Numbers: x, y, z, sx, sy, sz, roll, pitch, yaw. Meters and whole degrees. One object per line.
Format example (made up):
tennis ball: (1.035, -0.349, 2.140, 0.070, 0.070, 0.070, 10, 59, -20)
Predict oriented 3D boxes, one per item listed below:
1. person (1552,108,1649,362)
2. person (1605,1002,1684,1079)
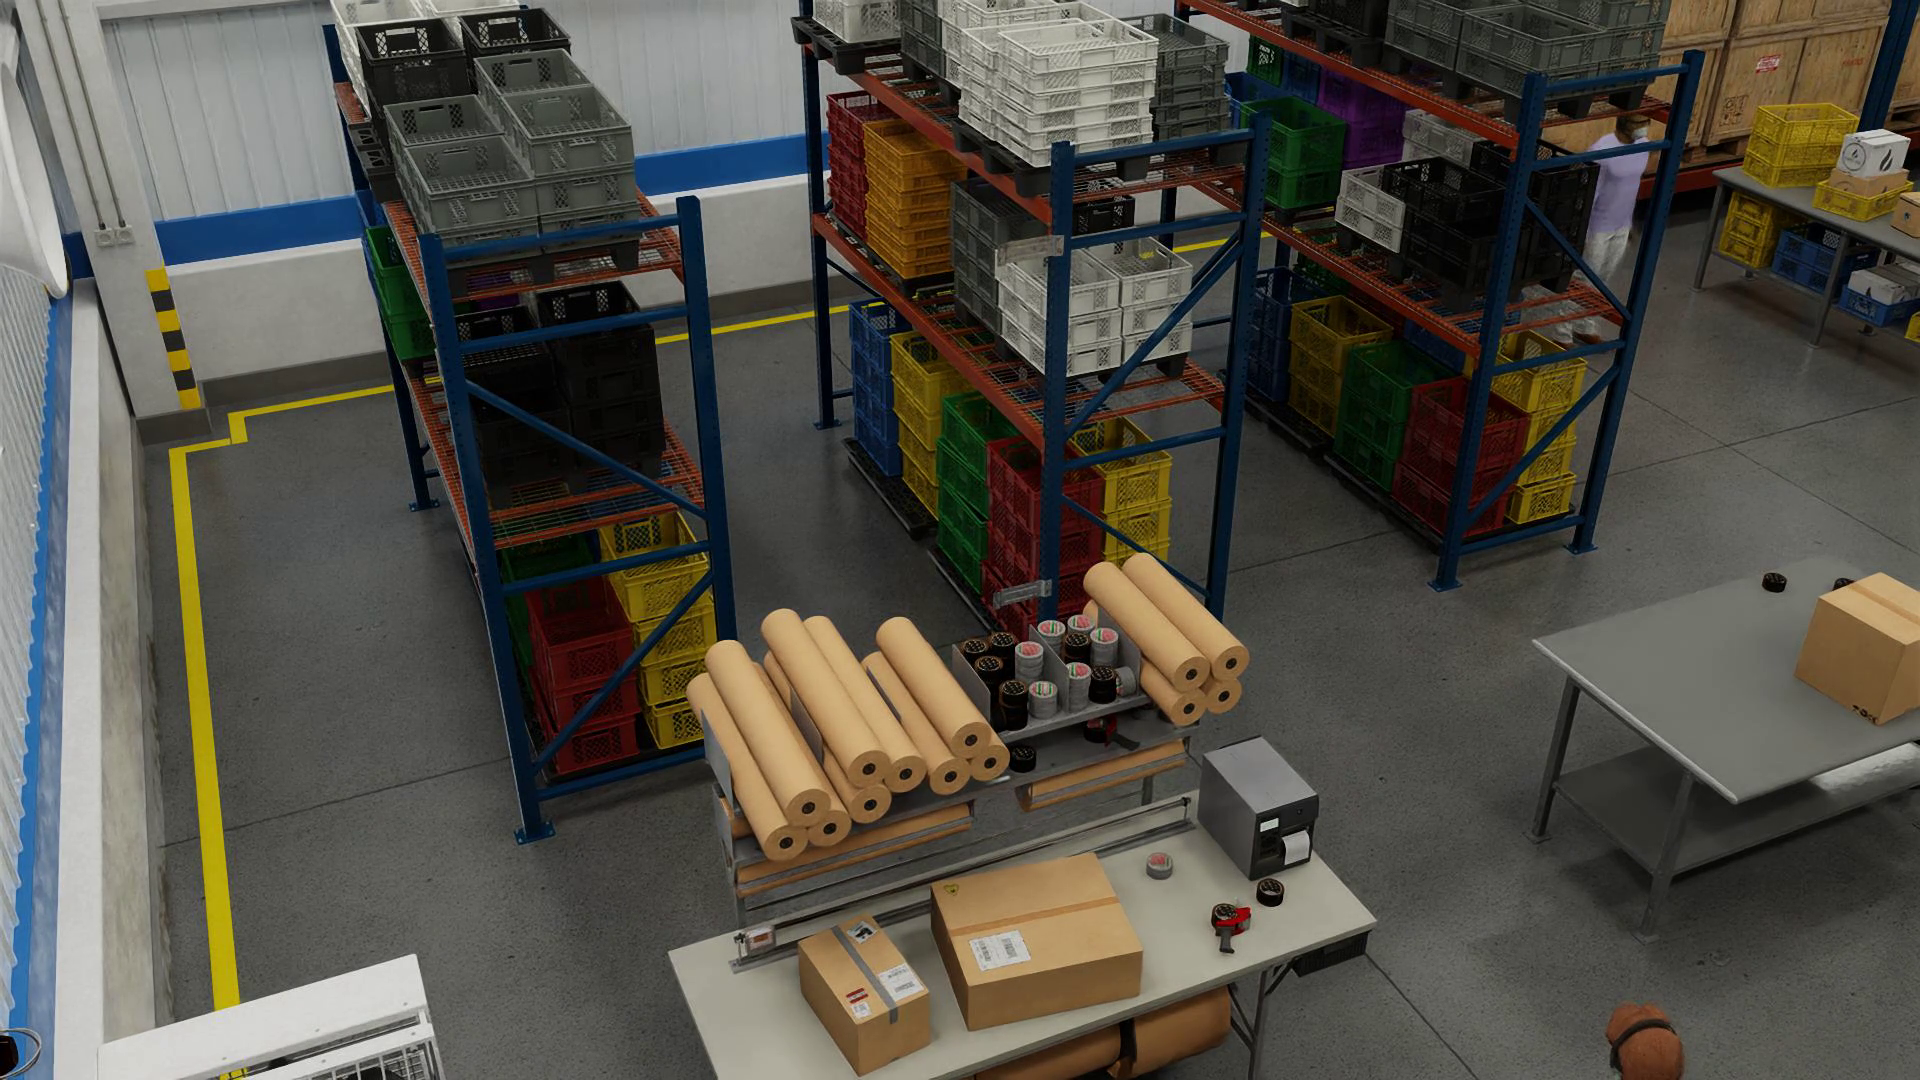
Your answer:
person: (4.651, -2.250, 12.020, 0.635, 1.937, 0.352, -20, 37, -29)
person: (2.012, 2.103, 5.233, 0.525, 1.637, 0.307, 0, 32, -1)
